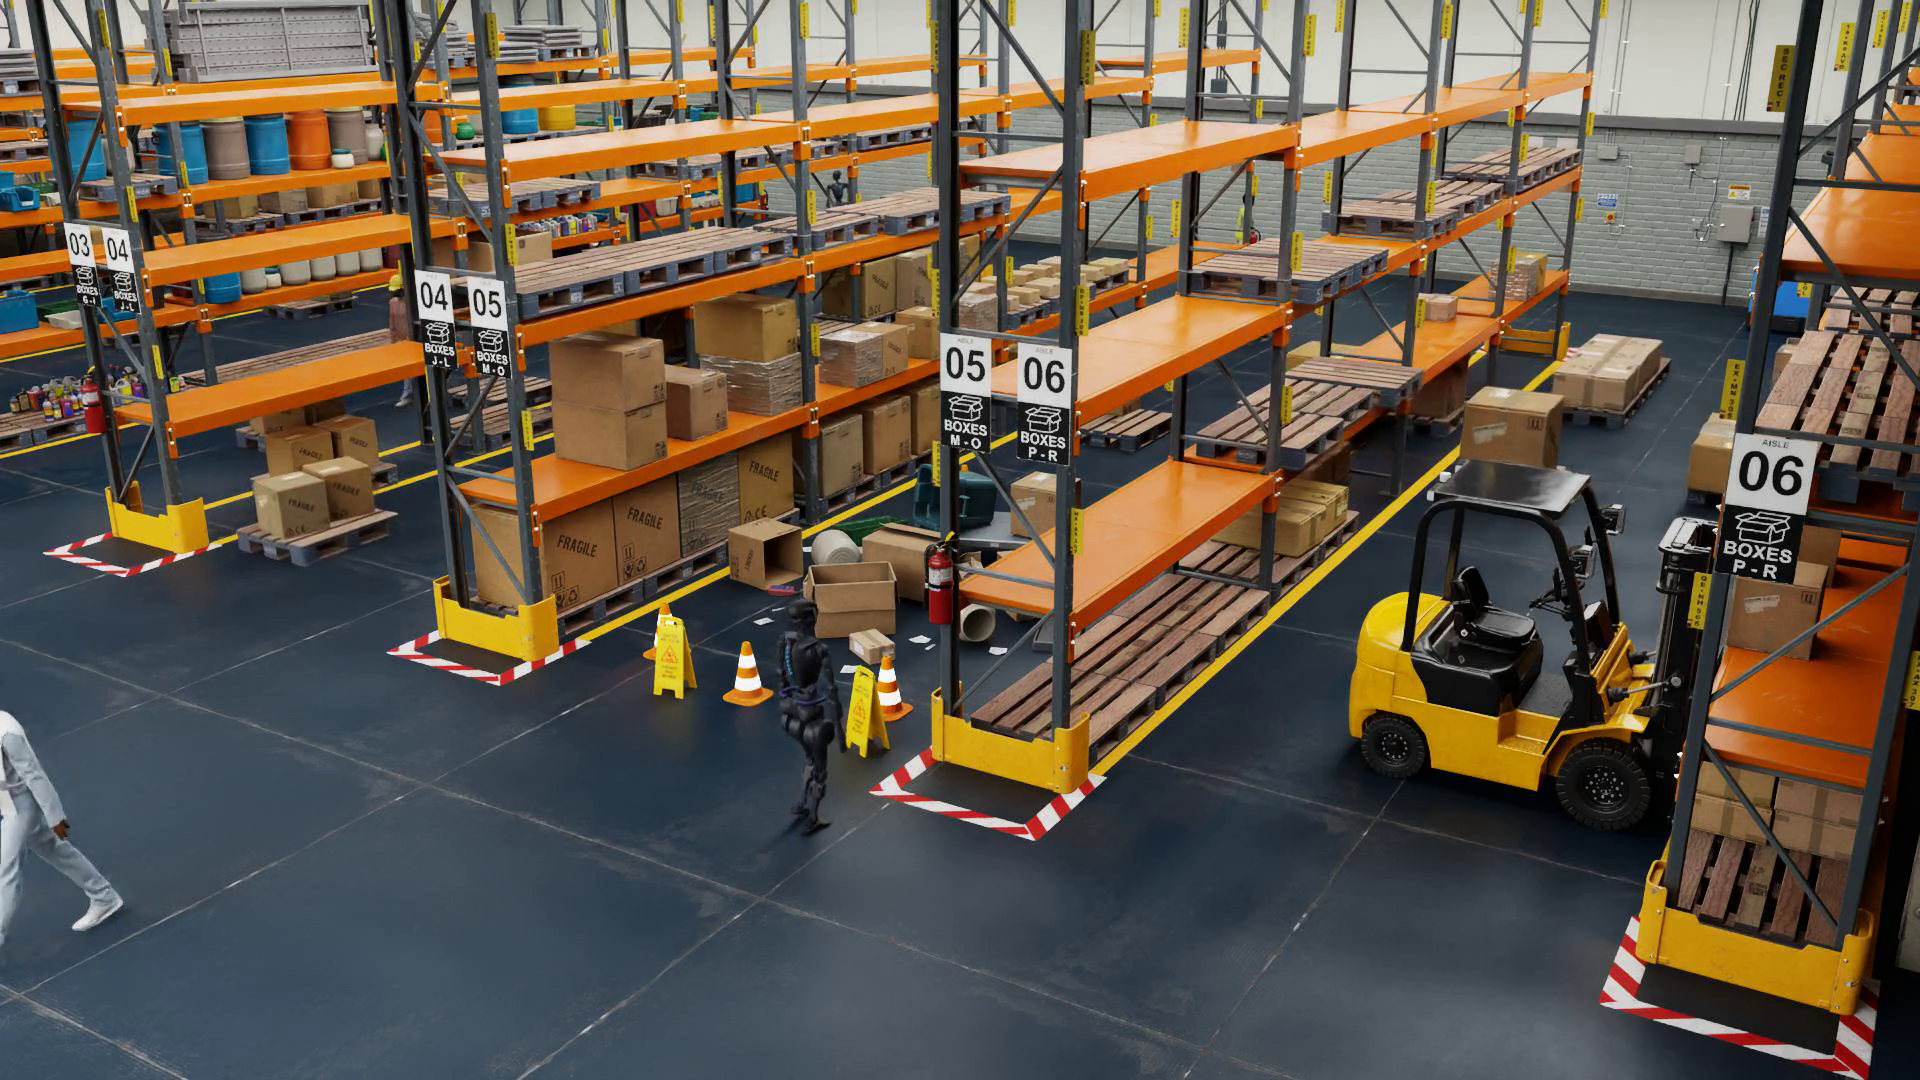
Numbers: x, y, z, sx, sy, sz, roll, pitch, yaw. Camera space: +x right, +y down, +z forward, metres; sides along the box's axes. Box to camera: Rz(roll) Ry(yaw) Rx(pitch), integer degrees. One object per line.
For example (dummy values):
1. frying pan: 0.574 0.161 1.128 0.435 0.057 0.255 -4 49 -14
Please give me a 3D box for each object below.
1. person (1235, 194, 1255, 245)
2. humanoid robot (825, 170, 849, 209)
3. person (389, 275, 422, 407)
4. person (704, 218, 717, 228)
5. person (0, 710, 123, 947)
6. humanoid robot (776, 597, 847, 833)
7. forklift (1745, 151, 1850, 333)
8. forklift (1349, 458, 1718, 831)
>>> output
1. person: 5.191 -5.493 30.325 0.320 1.686 0.538 -2 19 -5
2. humanoid robot: -2.490 -6.713 33.911 0.603 1.625 0.735 -10 21 -26
3. person: -7.311 -2.699 22.200 0.559 1.732 0.813 12 23 32
4. person: -5.239 -7.063 34.867 0.489 1.688 0.352 -6 20 -17
5. person: -5.501 1.567 9.653 0.622 1.847 1.072 17 25 40
6. humanoid robot: -0.992 1.162 11.094 0.610 1.643 0.342 17 25 40
7. forklift: 13.620 -4.667 26.137 1.873 2.768 1.129 11 22 29
8. forklift: 3.988 0.658 11.776 2.313 2.155 1.214 11 22 29
